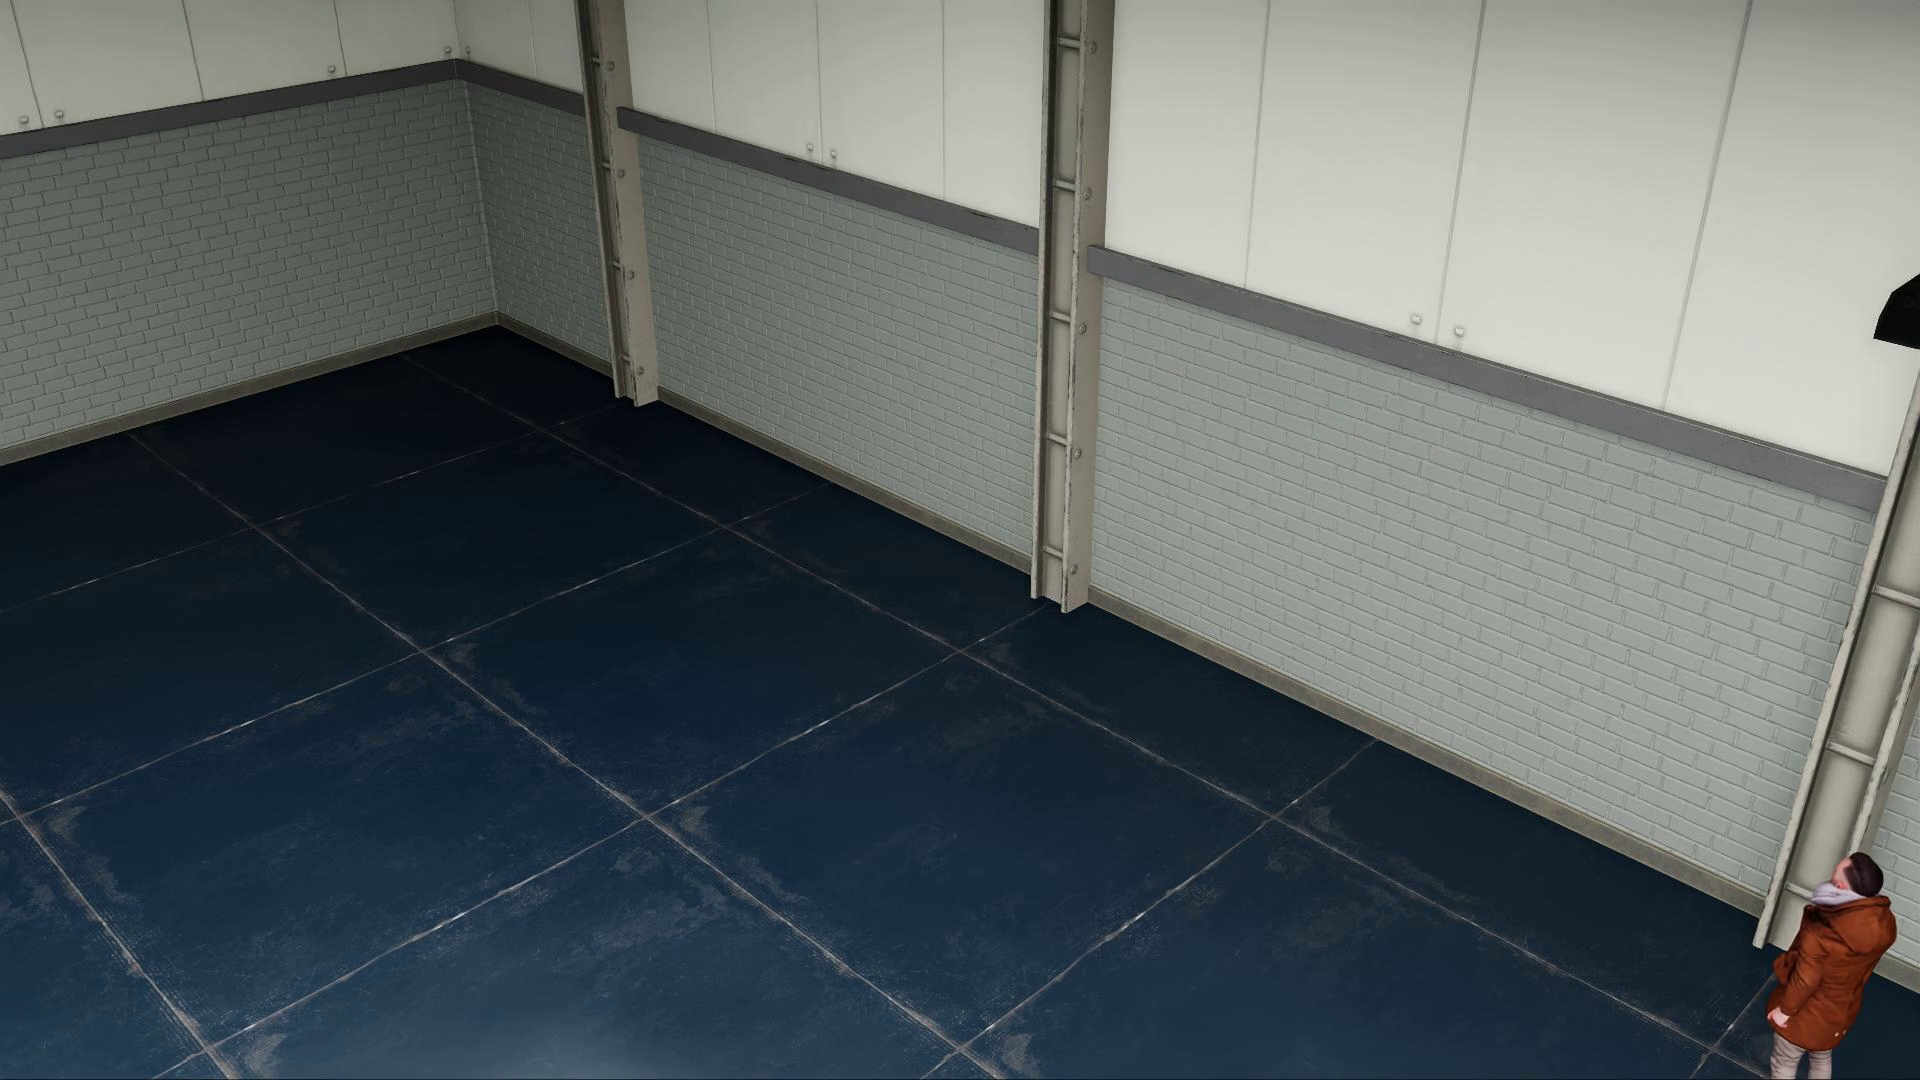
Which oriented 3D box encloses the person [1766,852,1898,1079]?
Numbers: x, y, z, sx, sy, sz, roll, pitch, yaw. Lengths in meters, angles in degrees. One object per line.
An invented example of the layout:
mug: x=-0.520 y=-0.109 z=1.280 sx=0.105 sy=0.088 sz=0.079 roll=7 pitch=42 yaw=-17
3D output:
person: x=4.346 y=2.337 z=8.411 sx=0.816 sy=1.839 sz=0.837 roll=-11 pitch=30 yaw=-20
